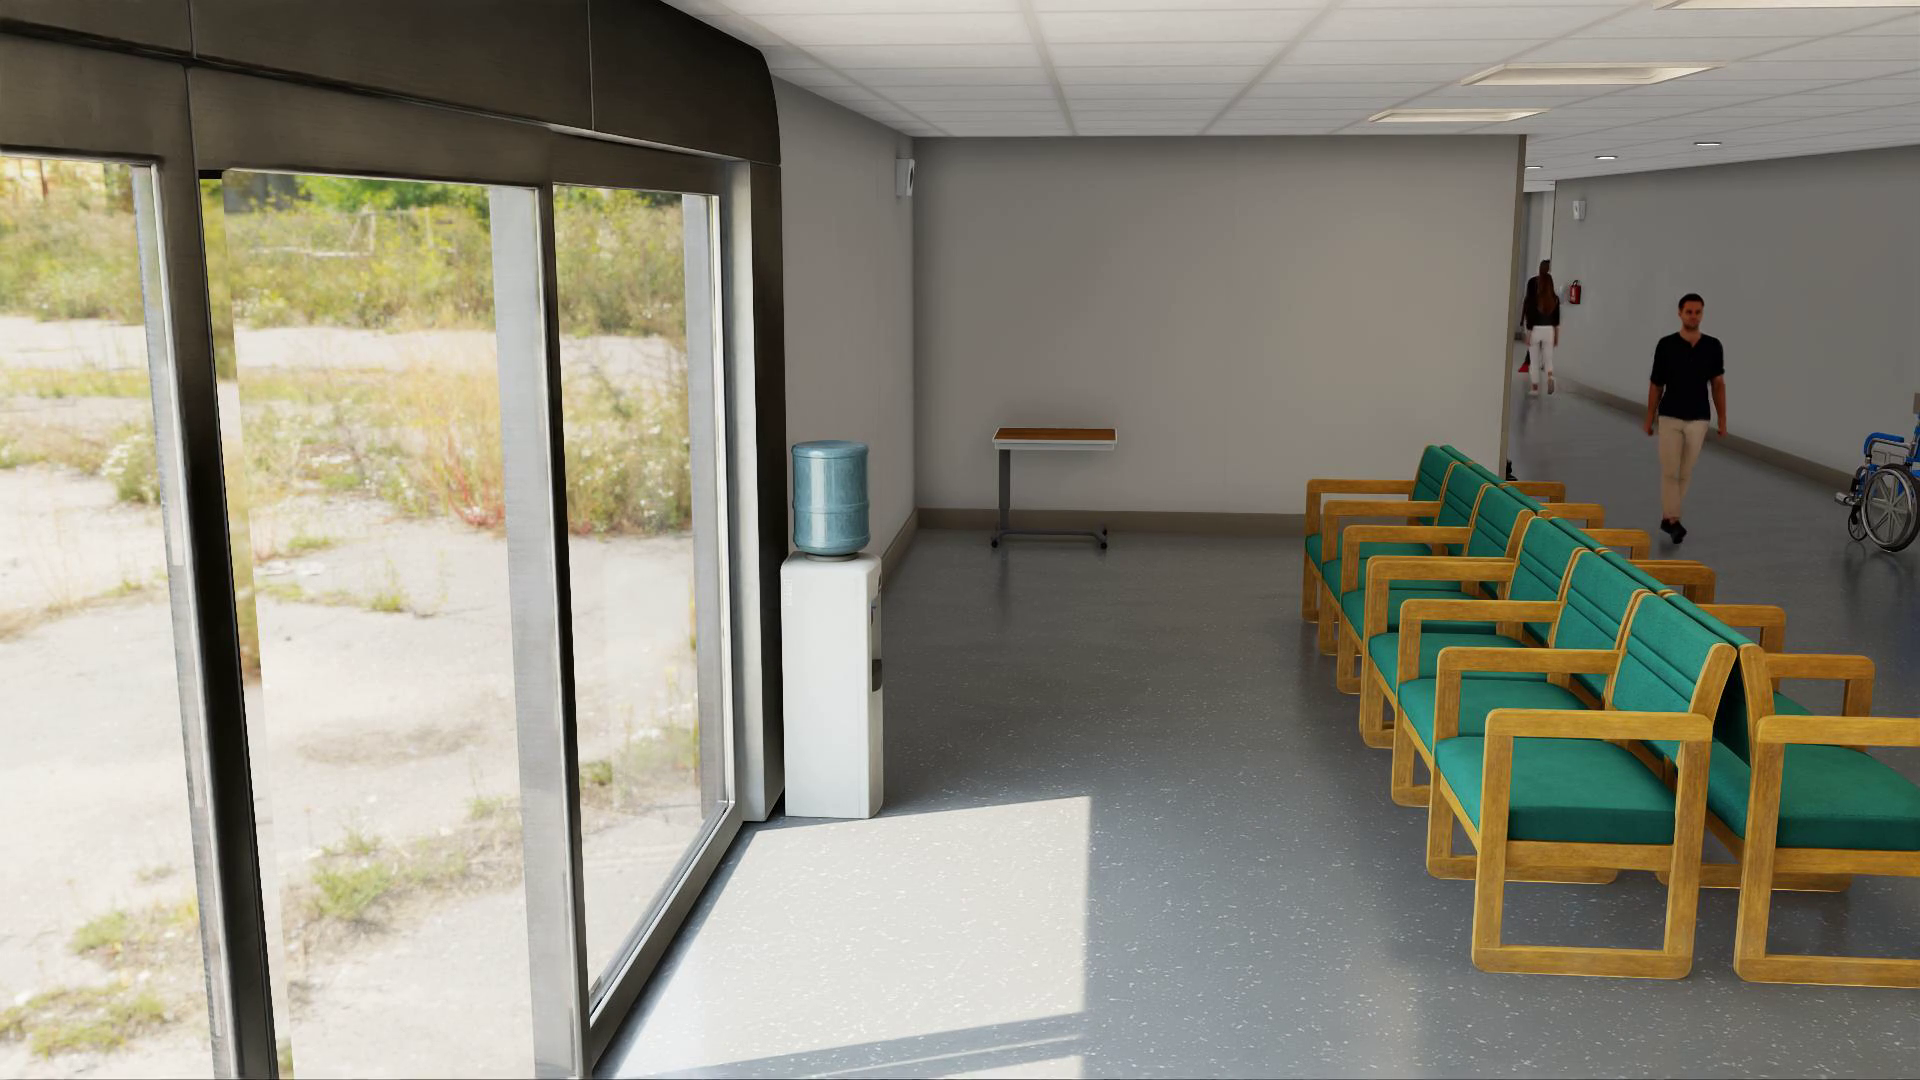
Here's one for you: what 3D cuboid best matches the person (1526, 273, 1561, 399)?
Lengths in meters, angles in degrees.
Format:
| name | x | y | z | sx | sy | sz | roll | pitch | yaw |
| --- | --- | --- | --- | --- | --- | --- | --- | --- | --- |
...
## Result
| name | x | y | z | sx | sy | sz | roll | pitch | yaw |
| --- | --- | --- | --- | --- | --- | --- | --- | --- | --- |
| person | 7.907 | -2.755 | 22.552 | 0.807 | 1.687 | 0.662 | 1 | 11 | 3 |

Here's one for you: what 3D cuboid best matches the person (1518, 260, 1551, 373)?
| name | x | y | z | sx | sy | sz | roll | pitch | yaw |
| --- | --- | --- | --- | --- | --- | --- | --- | --- | --- |
| person | 9.230 | -3.530 | 26.428 | 1.245 | 1.766 | 1.159 | -7 | 13 | -33 |

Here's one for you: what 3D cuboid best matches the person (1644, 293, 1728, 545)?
| name | x | y | z | sx | sy | sz | roll | pitch | yaw |
| --- | --- | --- | --- | --- | --- | --- | --- | --- | --- |
| person | 5.351 | -0.884 | 12.355 | 1.070 | 1.813 | 0.782 | 2 | 11 | 9 |
